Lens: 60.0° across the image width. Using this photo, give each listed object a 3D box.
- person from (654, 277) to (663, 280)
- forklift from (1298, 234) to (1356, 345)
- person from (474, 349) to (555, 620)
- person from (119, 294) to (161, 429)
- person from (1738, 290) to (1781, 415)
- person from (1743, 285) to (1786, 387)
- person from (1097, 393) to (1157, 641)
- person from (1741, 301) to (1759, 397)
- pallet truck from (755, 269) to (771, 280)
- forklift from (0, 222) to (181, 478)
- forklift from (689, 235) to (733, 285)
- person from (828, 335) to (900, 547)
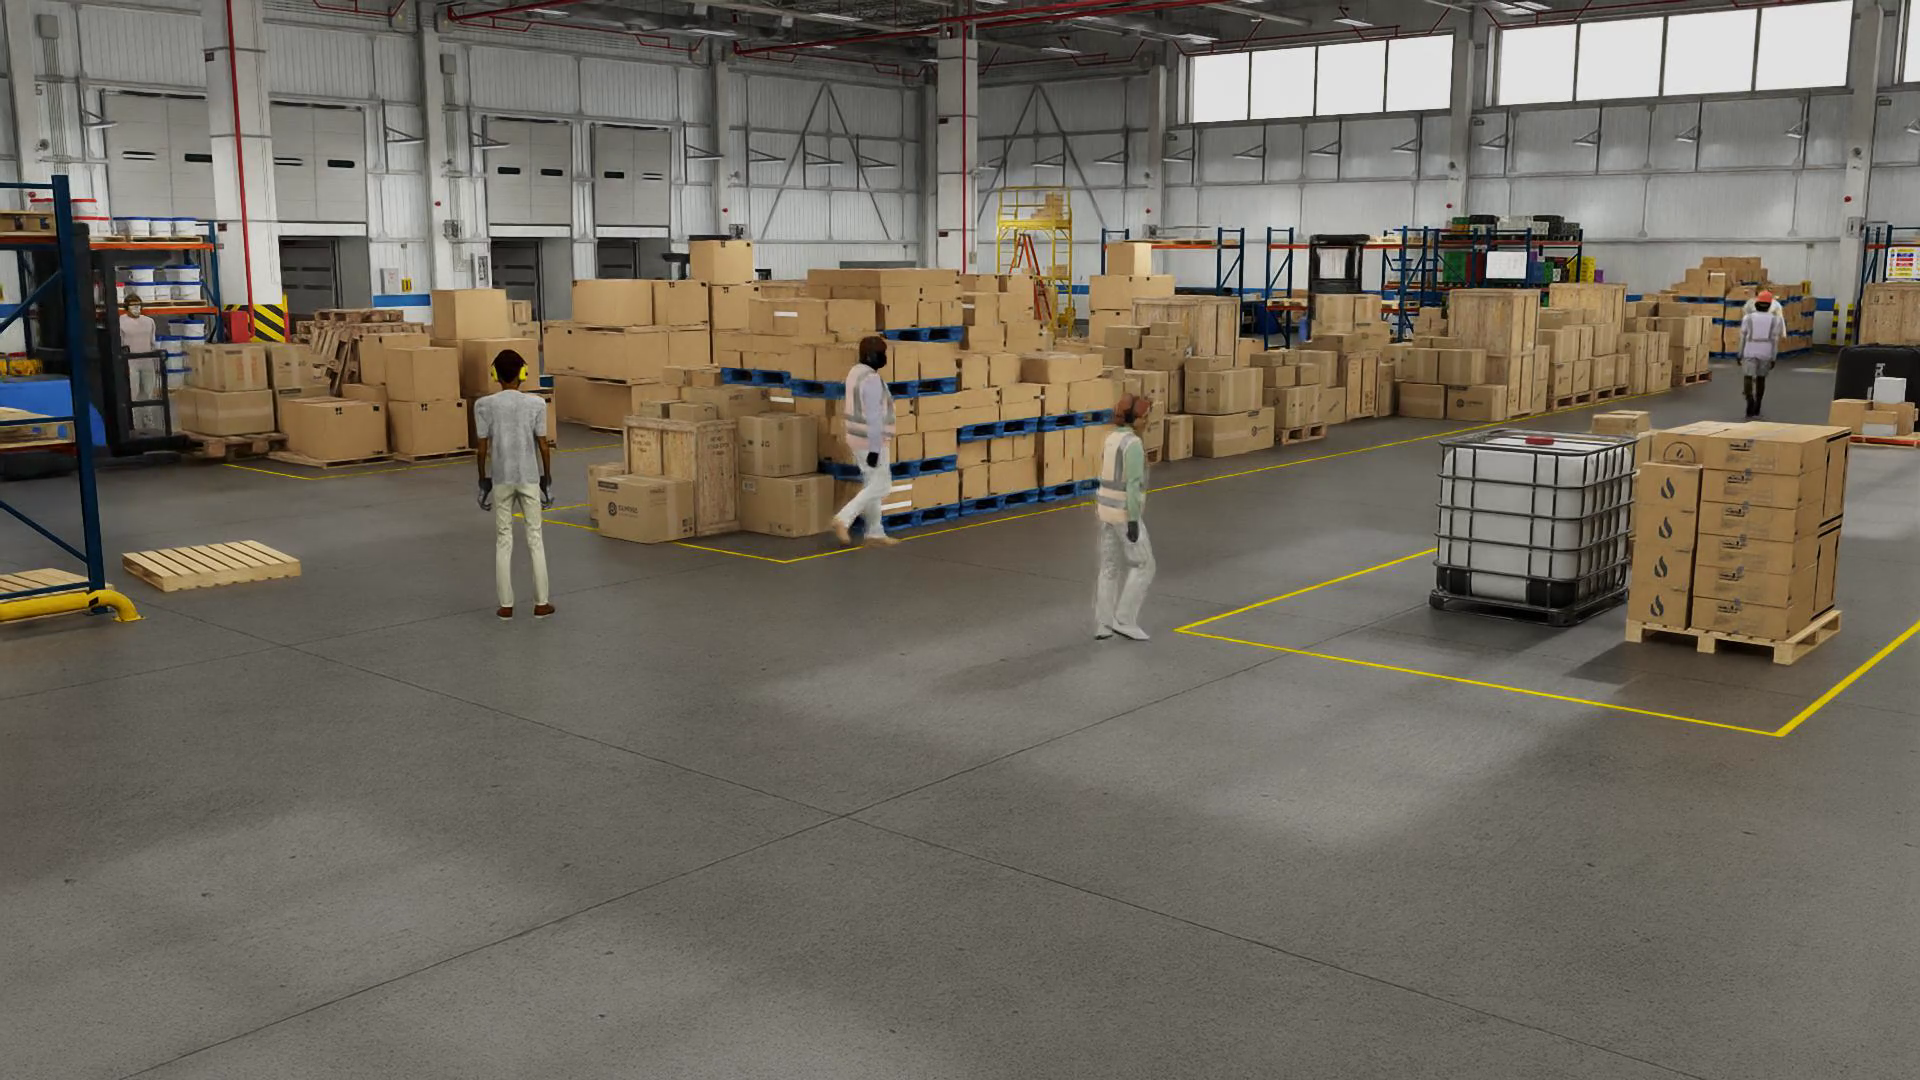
[{"bbox_3d":[-6.512,-4.725,36.022,0.636,1.928,0.383,-4,11,-23],"label":"person"},{"bbox_3d":[7.711,-4.947,34.559,1.129,2.768,1.873,0,10,1],"label":"forklift"},{"bbox_3d":[-3.054,-0.376,11.430,0.512,1.865,0.329,-2,10,-11],"label":"person"},{"bbox_3d":[-11.041,-2.326,22.317,0.355,1.936,0.637,6,12,31],"label":"person"},{"bbox_3d":[12.094,-2.819,25.184,0.547,1.920,0.775,4,11,22],"label":"person"},{"bbox_3d":[14.862,-3.773,30.769,0.736,1.875,1.047,3,11,19],"label":"person"},{"bbox_3d":[1.074,-0.135,10.709,0.399,1.627,0.604,-3,10,-16],"label":"person"},{"bbox_3d":[13.651,-3.276,28.456,0.547,1.686,0.375,4,11,21],"label":"person"},{"bbox_3d":[-4.996,-6.432,45.525,1.885,1.965,0.823,-6,12,-32],"label":"pallet truck"},{"bbox_3d":[-10.166,-2.202,18.928,1.129,2.768,1.873,8,13,40],"label":"forklift"},{"bbox_3d":[-5.312,-5.156,35.748,1.873,2.768,1.129,9,13,42],"label":"forklift"},{"bbox_3d":[-0.808,-0.810,14.023,0.579,1.826,0.635,-3,10,-18],"label":"person"}]
